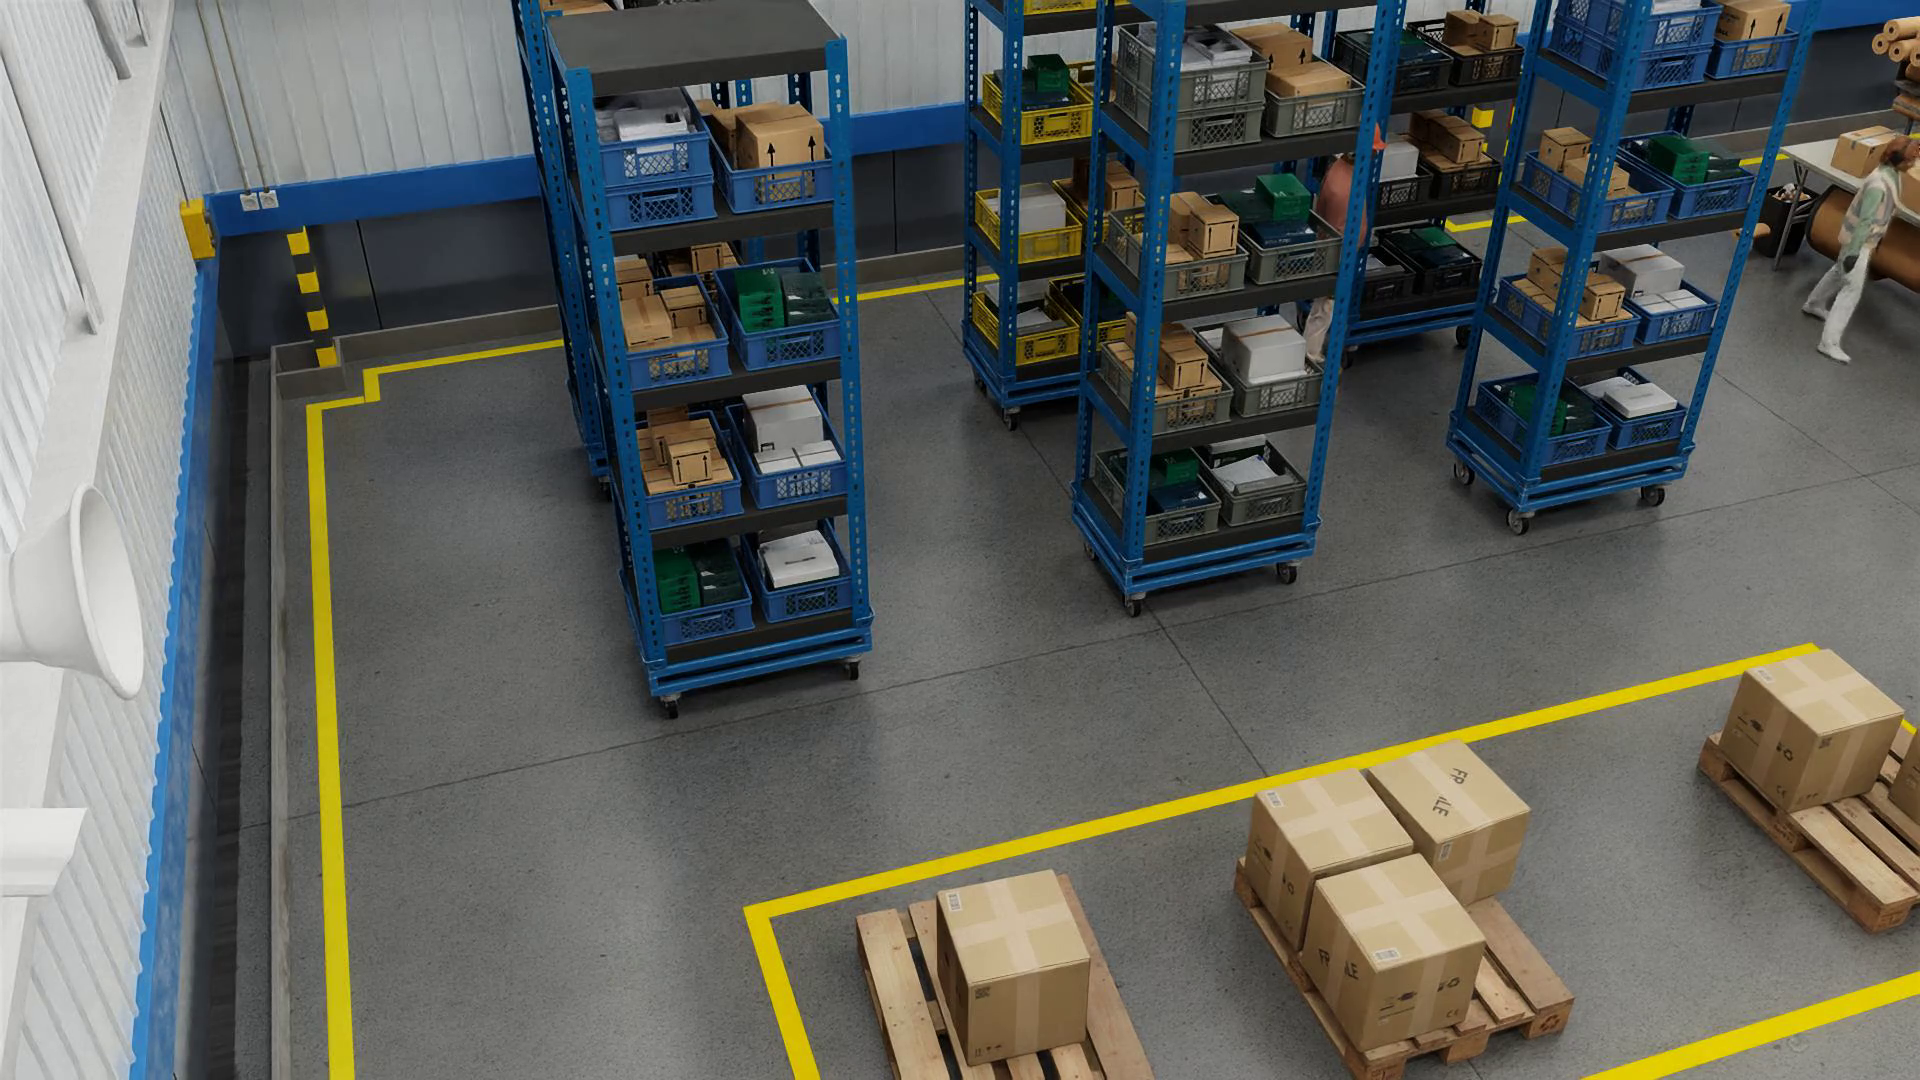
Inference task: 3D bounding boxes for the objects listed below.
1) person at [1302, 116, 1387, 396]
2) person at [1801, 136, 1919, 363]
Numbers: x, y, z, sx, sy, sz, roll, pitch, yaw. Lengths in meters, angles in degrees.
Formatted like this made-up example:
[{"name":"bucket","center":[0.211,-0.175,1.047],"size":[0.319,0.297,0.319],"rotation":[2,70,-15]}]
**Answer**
[{"name":"person","center":[2.564,-1.907,11.260],"size":[0.401,1.986,0.613],"rotation":[11,37,15]},{"name":"person","center":[6.449,-2.143,11.929],"size":[0.464,1.600,0.700],"rotation":[20,40,26]}]
